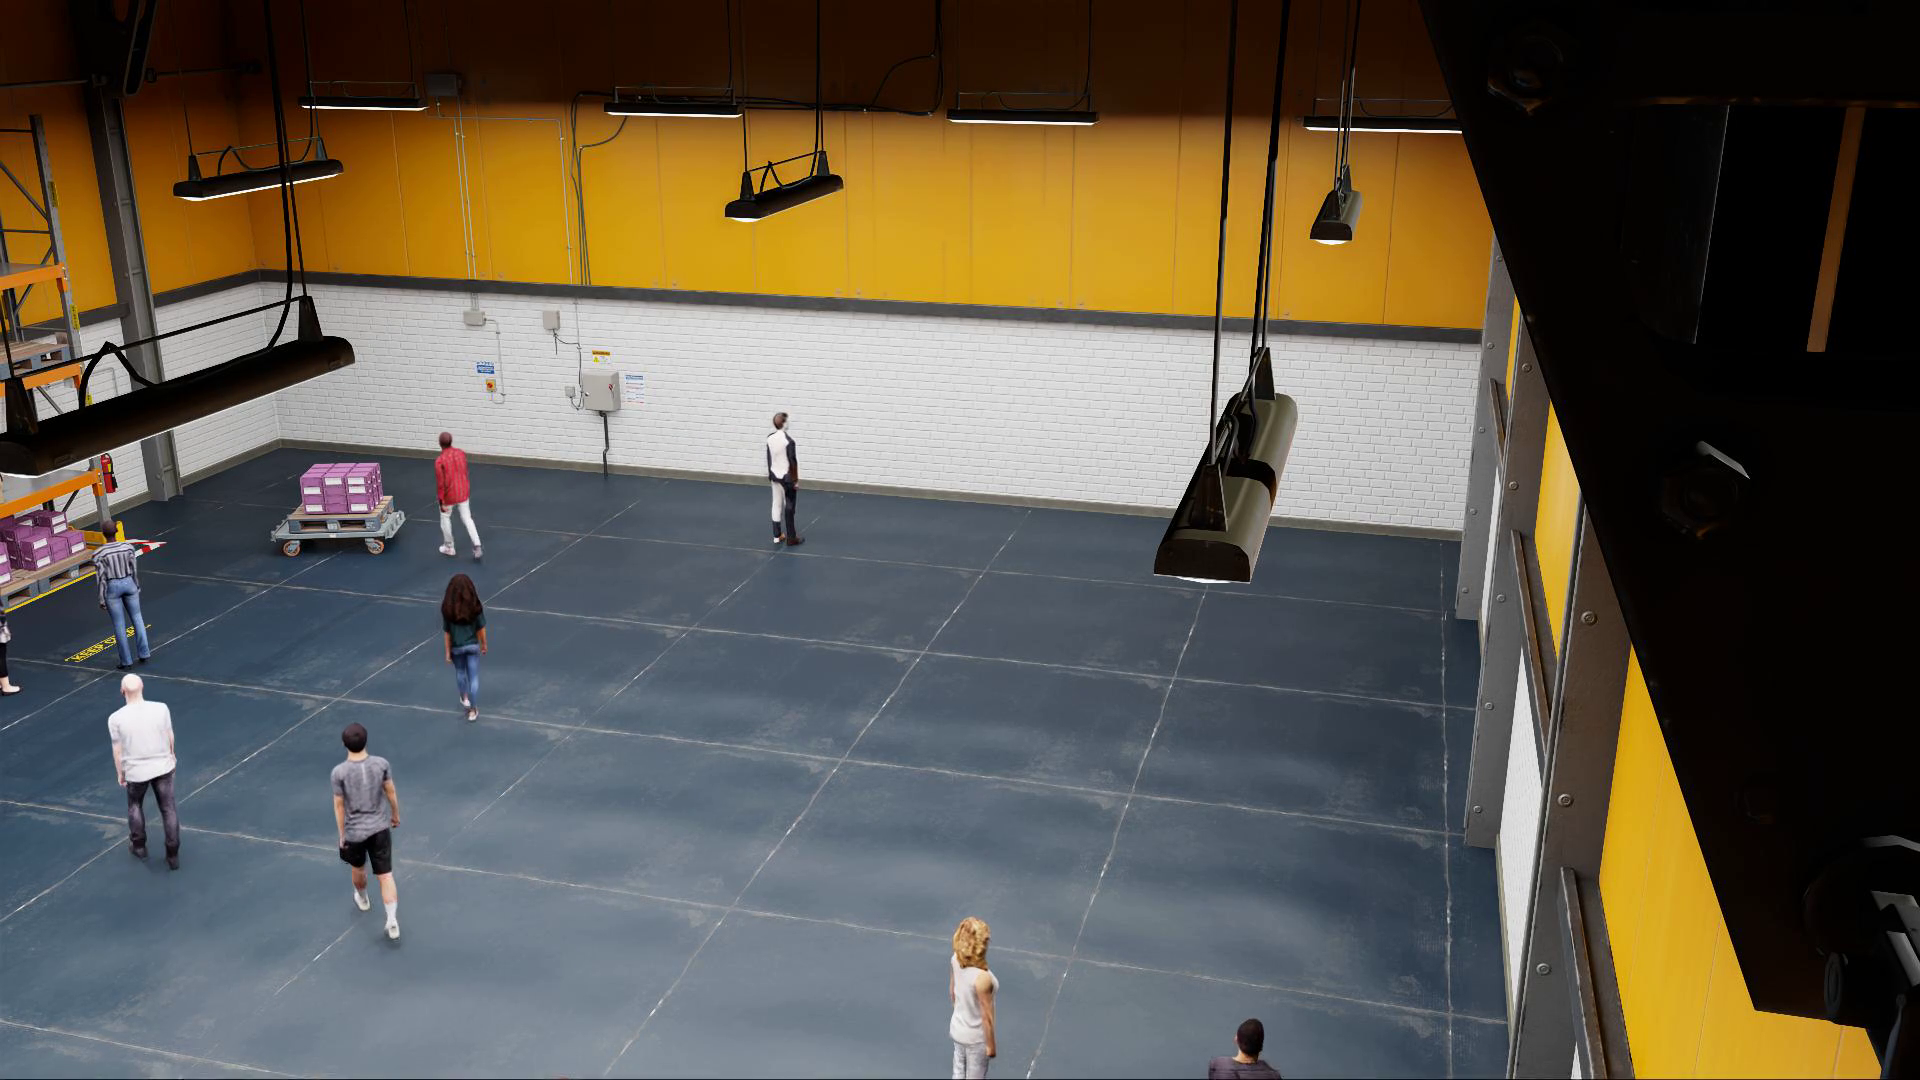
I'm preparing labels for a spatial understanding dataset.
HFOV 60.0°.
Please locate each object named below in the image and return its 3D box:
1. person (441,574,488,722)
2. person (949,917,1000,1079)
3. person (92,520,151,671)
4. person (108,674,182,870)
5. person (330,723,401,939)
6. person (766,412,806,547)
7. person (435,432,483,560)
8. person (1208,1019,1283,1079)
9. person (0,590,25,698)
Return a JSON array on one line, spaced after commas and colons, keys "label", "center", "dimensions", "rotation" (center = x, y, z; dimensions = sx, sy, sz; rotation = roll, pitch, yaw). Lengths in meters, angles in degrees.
[{"label": "person", "center": [-5.317, 1.176, 17.868], "dimensions": [0.839, 1.597, 0.953], "rotation": [-5, 19, -15]}, {"label": "person", "center": [0.069, 3.331, 11.352], "dimensions": [0.744, 1.671, 0.691], "rotation": [-11, 22, -30]}, {"label": "person", "center": [-9.677, 0.625, 19.191], "dimensions": [0.753, 1.796, 0.609], "rotation": [15, 24, 37]}, {"label": "person", "center": [-7.195, 2.098, 14.804], "dimensions": [0.949, 1.806, 1.001], "rotation": [-12, 22, -31]}, {"label": "person", "center": [-4.875, 2.437, 13.751], "dimensions": [1.210, 1.834, 1.251], "rotation": [-11, 22, -30]}, {"label": "person", "center": [-2.499, -0.872, 23.488], "dimensions": [0.755, 1.892, 0.727], "rotation": [14, 23, 35]}, {"label": "person", "center": [-6.906, -0.614, 22.866], "dimensions": [1.133, 1.798, 1.092], "rotation": [-17, 25, -41]}, {"label": "person", "center": [1.648, 3.736, 10.058], "dimensions": [0.667, 1.729, 1.151], "rotation": [5, 19, 15]}, {"label": "person", "center": [-10.804, 0.949, 18.481], "dimensions": [0.611, 1.635, 0.588], "rotation": [5, 19, 15]}]
